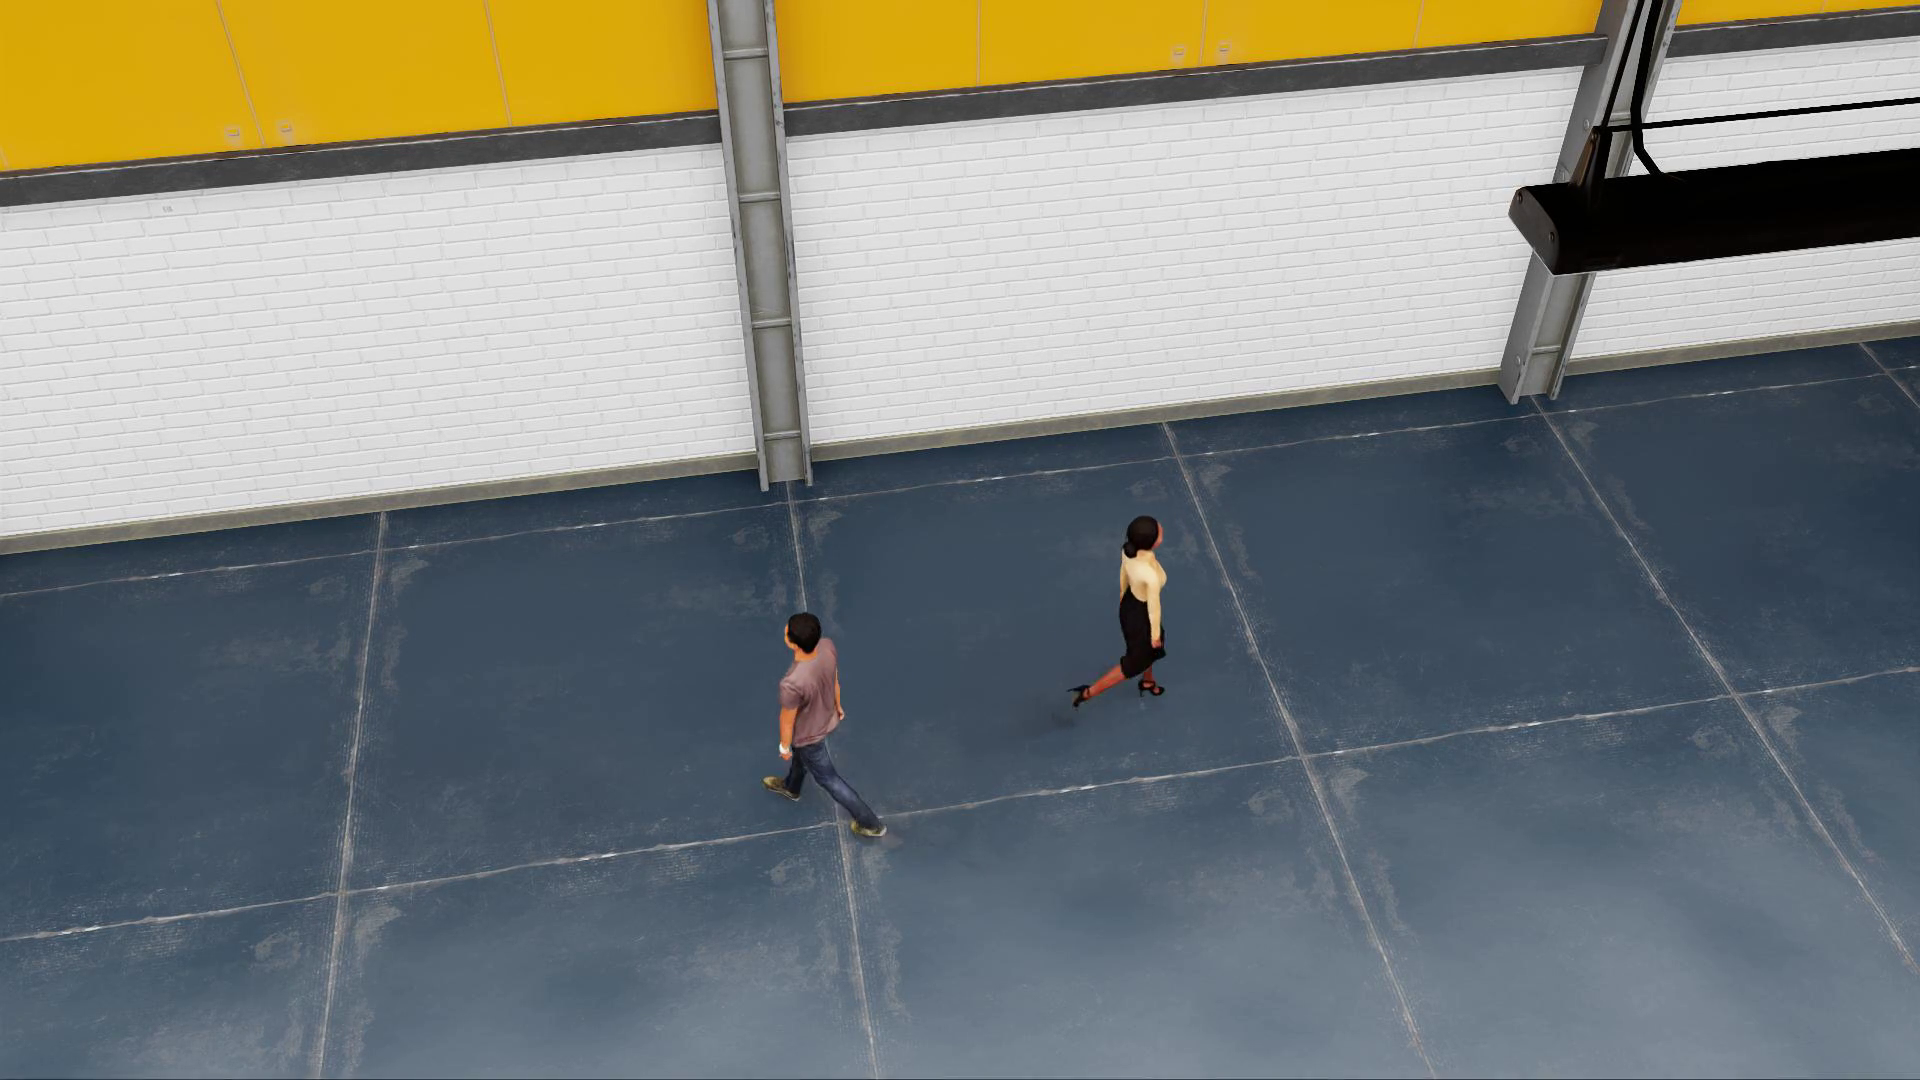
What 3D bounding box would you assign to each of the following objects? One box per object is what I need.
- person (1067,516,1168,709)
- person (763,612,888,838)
[{"bbox_3d":[1.068,0.521,10.429,0.972,1.632,0.660,-14,45,-14],"label":"person"},{"bbox_3d":[-0.786,1.124,9.720,1.225,1.738,1.073,19,47,19],"label":"person"}]
